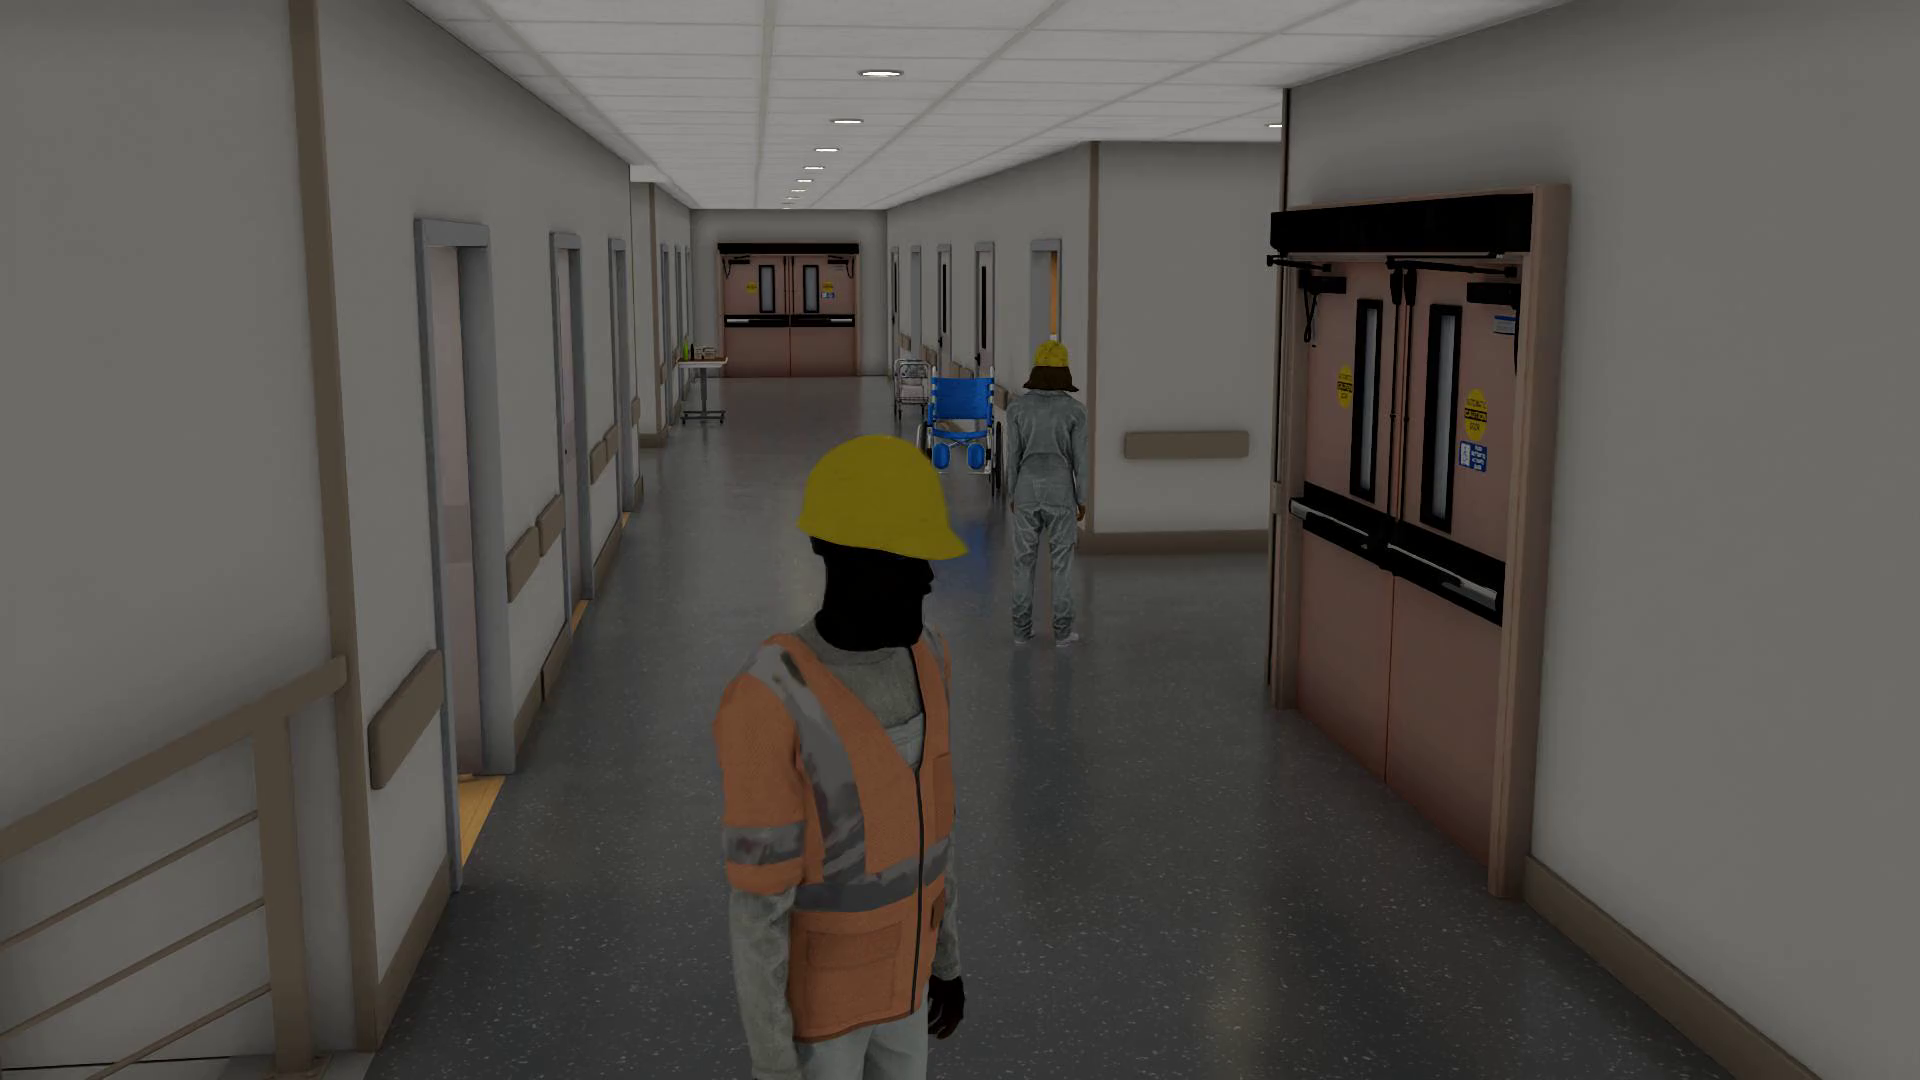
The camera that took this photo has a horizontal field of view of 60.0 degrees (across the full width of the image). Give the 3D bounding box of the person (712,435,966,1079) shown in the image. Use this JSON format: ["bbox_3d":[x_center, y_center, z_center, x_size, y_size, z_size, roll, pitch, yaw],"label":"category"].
[{"bbox_3d":[-0.169,0.769,2.917,0.398,1.920,0.586,6,11,31],"label":"person"}]

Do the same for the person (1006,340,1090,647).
[{"bbox_3d":[0.499,-0.261,9.454,0.480,1.733,0.337,3,10,14],"label":"person"}]
